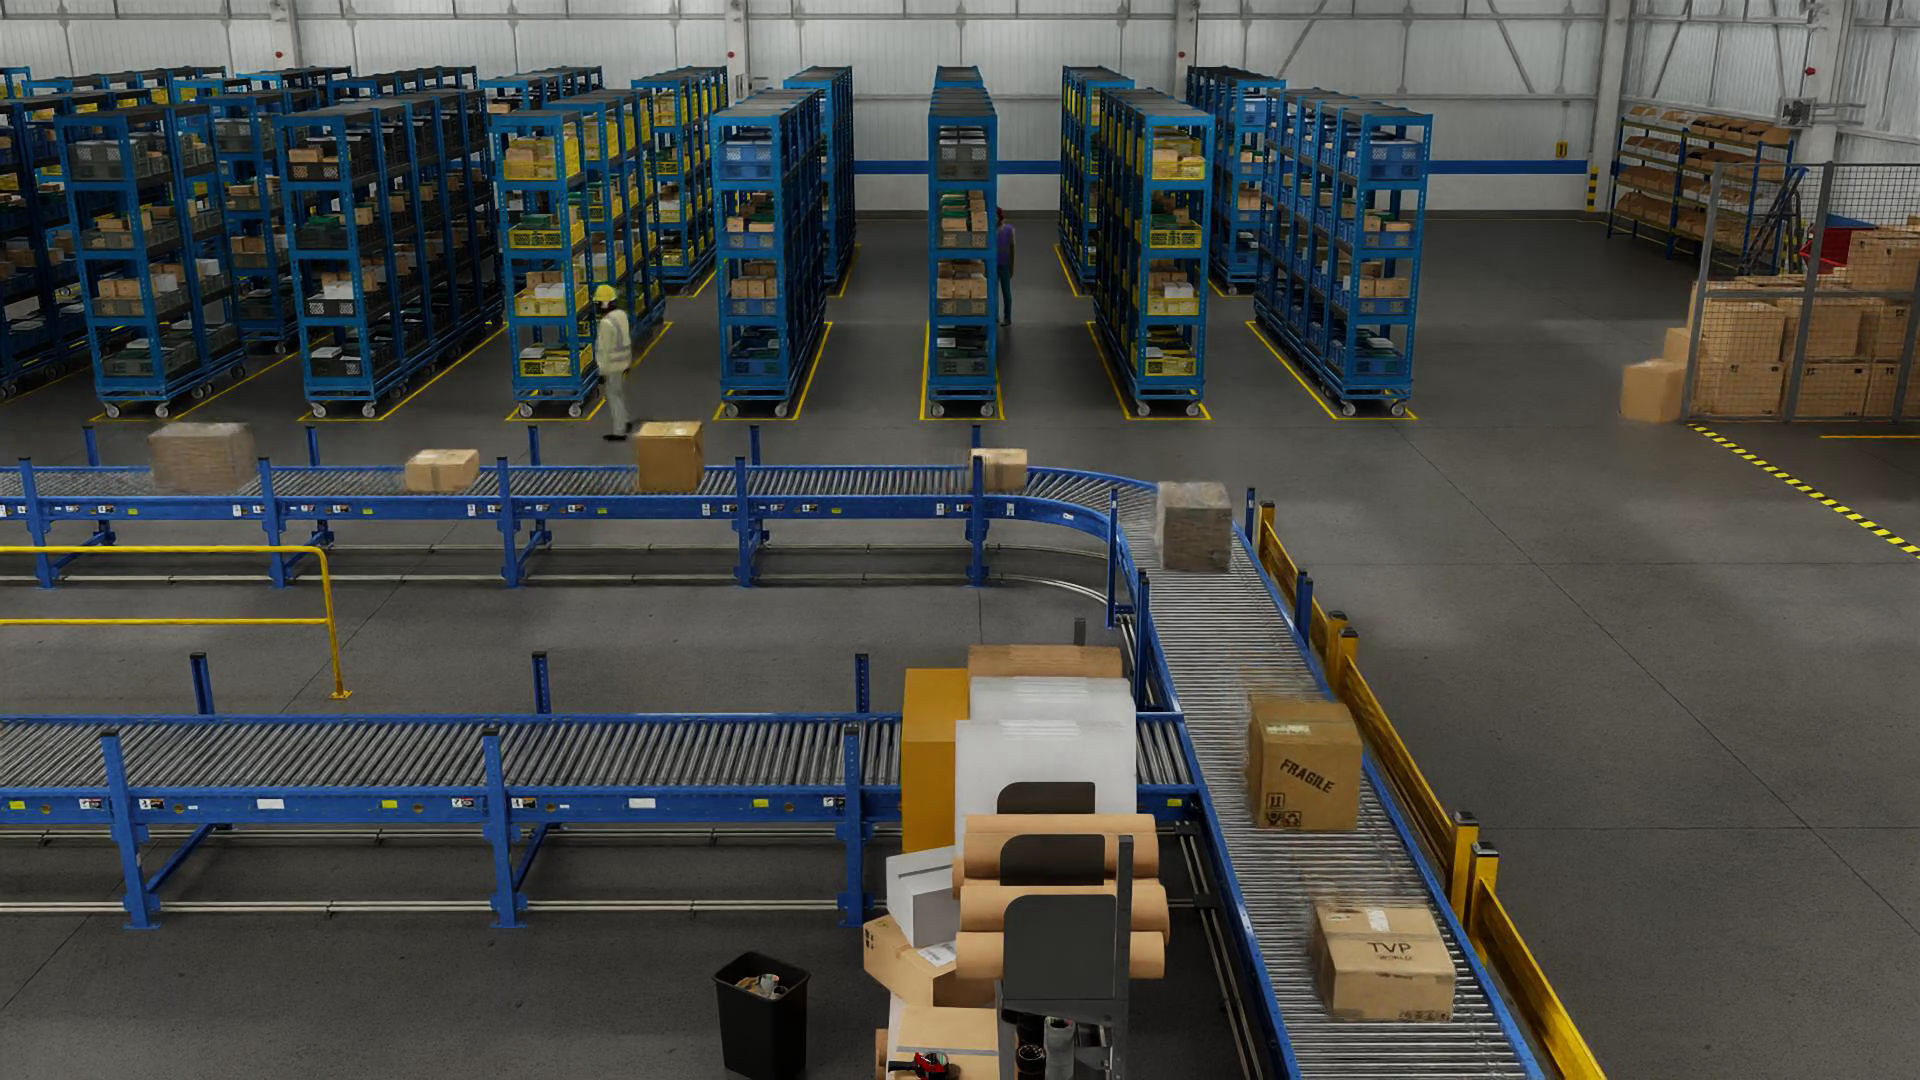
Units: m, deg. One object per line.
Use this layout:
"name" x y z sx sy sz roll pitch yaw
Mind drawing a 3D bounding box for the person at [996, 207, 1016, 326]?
"person" 0.597 -4.240 25.745 0.569 1.831 0.411 11 21 30

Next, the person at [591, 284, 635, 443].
"person" -3.939 -1.985 18.804 0.433 1.817 0.622 2 18 7
